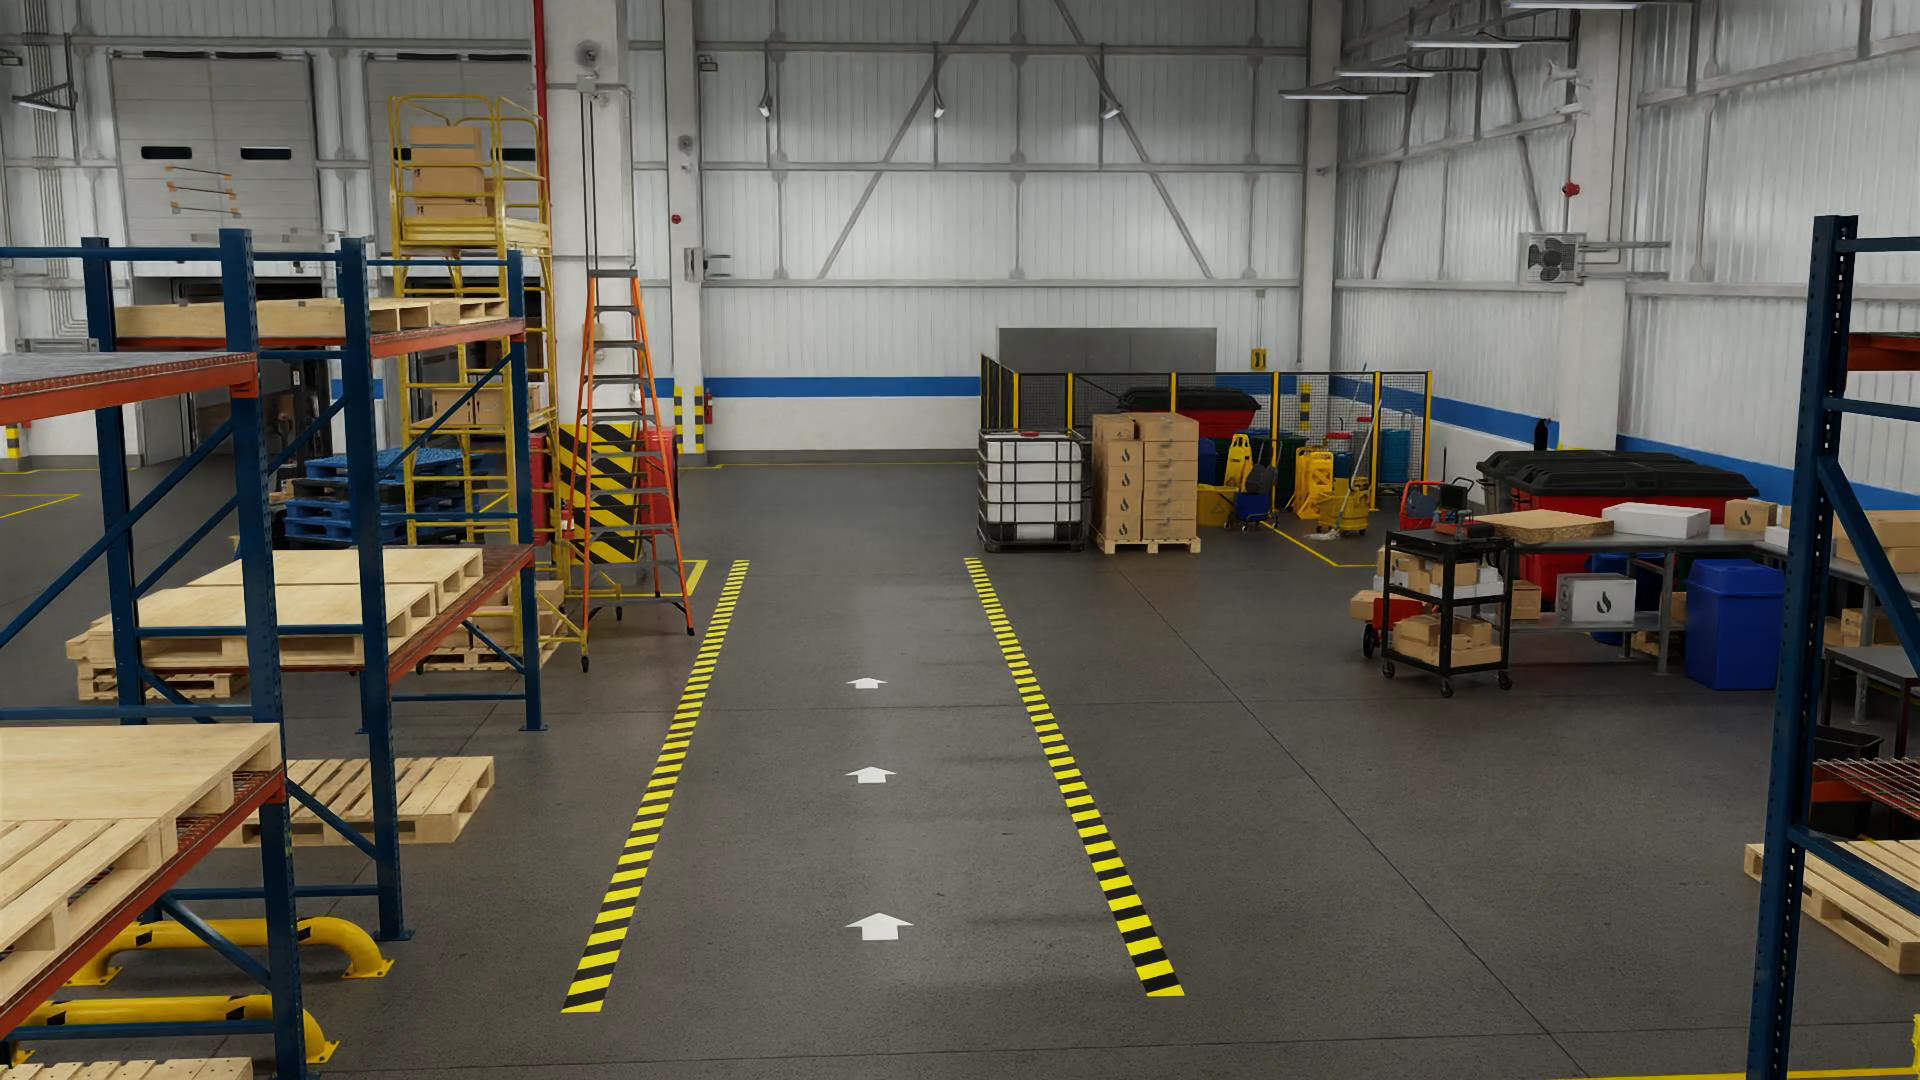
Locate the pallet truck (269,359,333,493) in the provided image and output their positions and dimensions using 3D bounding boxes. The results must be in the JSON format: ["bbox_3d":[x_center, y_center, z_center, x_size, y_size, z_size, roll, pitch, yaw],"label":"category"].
[{"bbox_3d":[-7.062,-1.131,18.996,1.885,1.965,0.823,2,9,13],"label":"pallet truck"}]
